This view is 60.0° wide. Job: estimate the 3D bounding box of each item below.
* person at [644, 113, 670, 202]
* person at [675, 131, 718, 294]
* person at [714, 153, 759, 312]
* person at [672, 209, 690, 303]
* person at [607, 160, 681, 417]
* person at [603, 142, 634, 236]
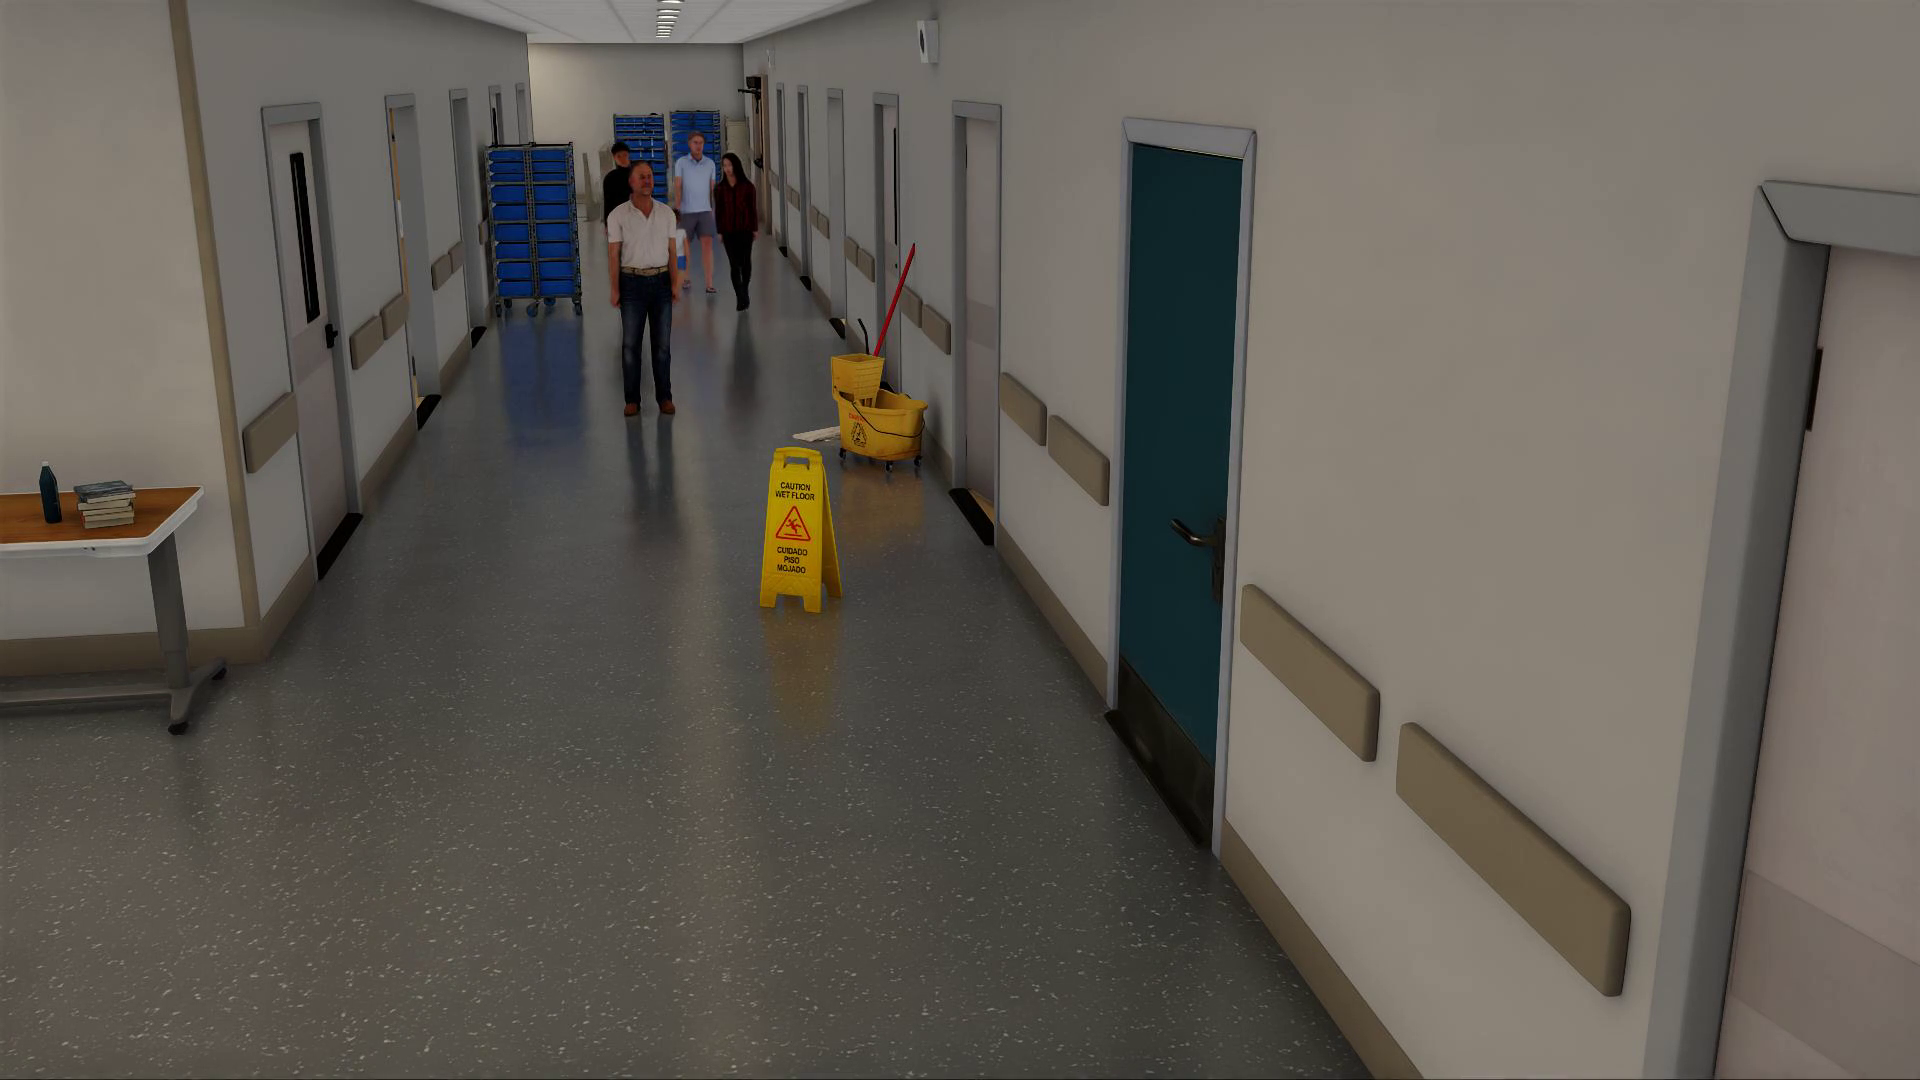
[{"bbox_3d":[-5.638,-7.040,30.864,0.683,1.734,0.635,-8,18,-26],"label":"person"},{"bbox_3d":[-3.047,-3.734,19.001,0.757,1.806,1.175,-5,16,-16],"label":"person"},{"bbox_3d":[-2.356,-3.251,17.591,0.625,1.643,0.582,-1,16,-2],"label":"person"},{"bbox_3d":[-3.133,-3.116,18.277,0.502,1.010,0.640,1,16,3],"label":"person"},{"bbox_3d":[-2.327,-1.871,12.303,0.687,1.856,0.599,-5,16,-16],"label":"person"},{"bbox_3d":[-3.745,-3.561,18.596,0.863,1.694,1.062,-9,18,-28],"label":"person"}]
